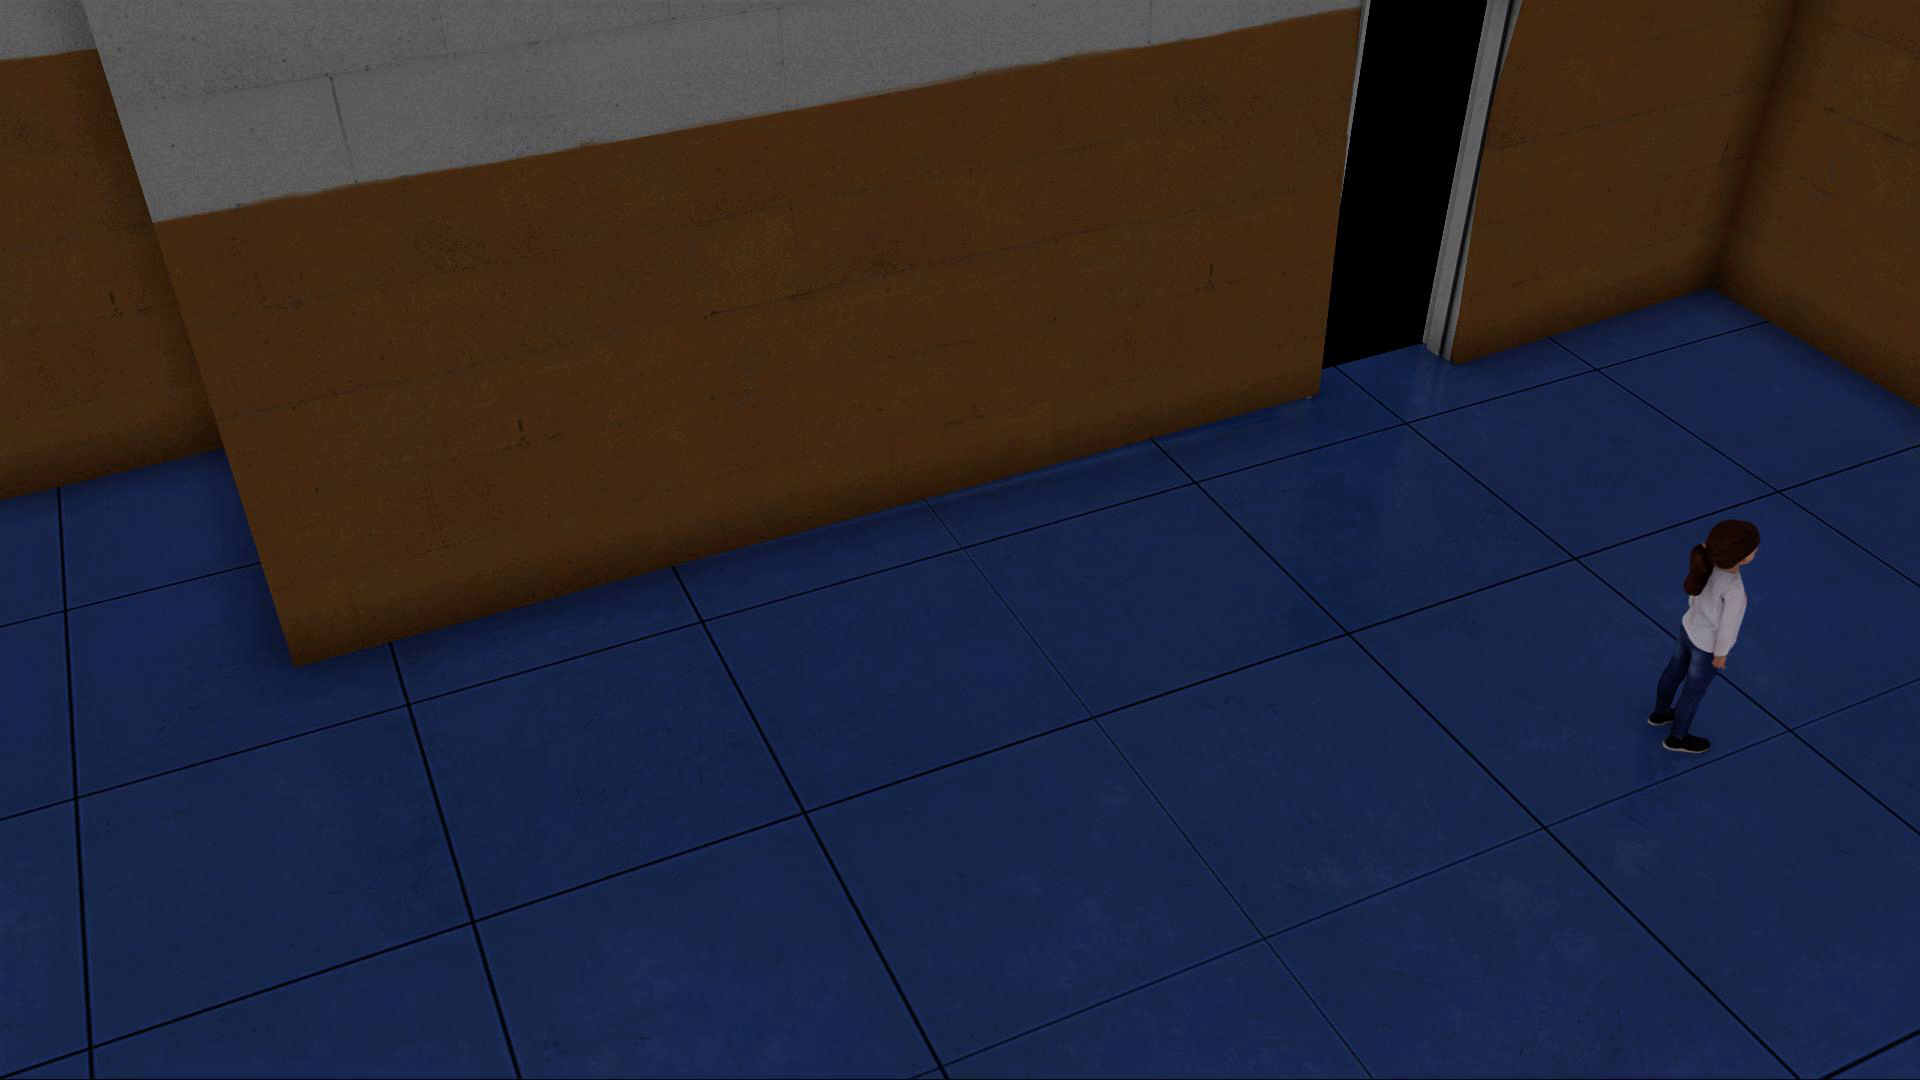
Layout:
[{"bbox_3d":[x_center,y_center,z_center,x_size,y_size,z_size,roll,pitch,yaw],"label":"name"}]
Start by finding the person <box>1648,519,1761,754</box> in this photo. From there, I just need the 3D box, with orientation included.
[{"bbox_3d":[3.037,0.371,6.780,0.568,1.110,0.484,-2,37,-3],"label":"person"}]
